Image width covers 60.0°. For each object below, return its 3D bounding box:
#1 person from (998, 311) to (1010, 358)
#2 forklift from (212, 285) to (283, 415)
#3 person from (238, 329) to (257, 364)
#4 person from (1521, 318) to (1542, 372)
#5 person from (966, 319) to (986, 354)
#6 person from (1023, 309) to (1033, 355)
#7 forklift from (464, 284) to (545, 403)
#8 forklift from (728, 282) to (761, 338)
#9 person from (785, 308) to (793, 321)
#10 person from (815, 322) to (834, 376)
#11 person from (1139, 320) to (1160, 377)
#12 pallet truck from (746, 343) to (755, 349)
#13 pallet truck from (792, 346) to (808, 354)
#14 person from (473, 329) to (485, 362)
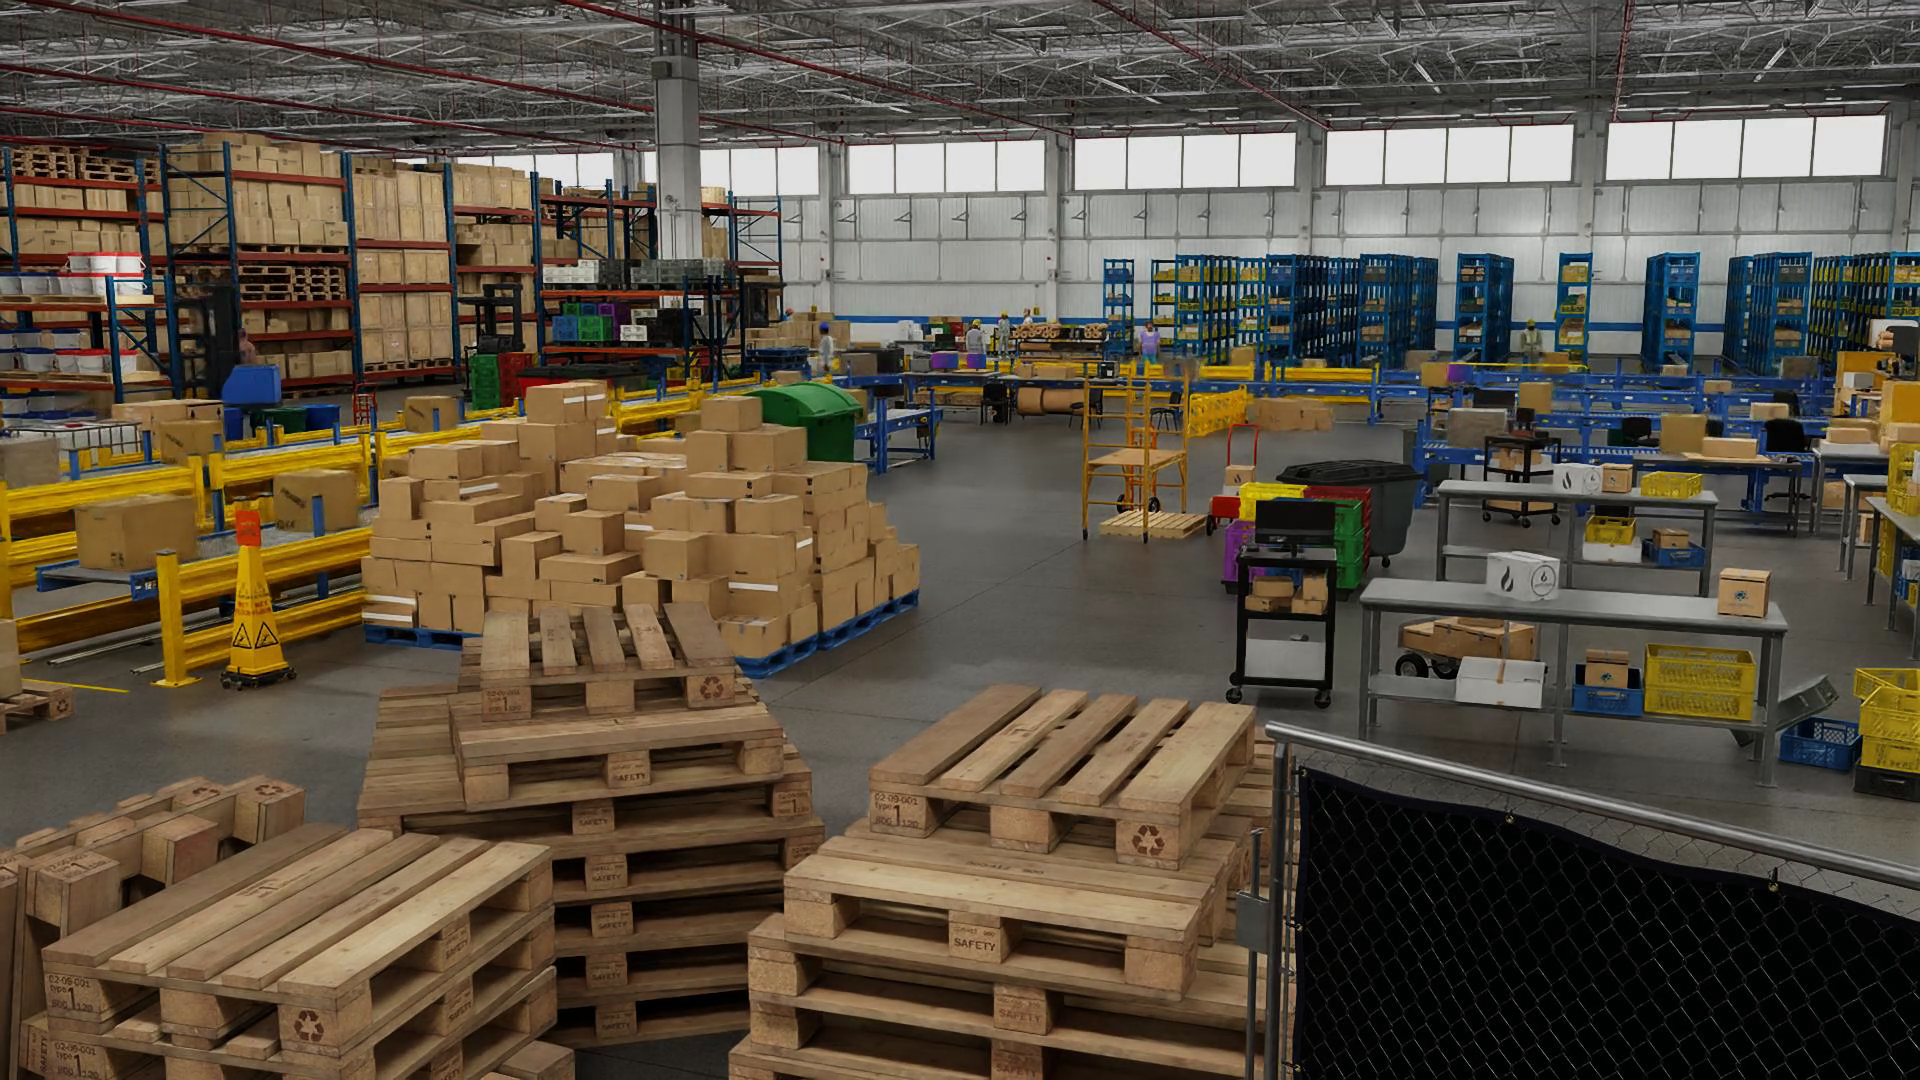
[{"bbox_3d":[1.619,-7.516,60.880,0.485,1.734,0.347,-5,10,-30],"label":"person"},{"bbox_3d":[-15.621,-4.056,35.556,1.873,2.768,1.129,-2,9,-13],"label":"forklift"},{"bbox_3d":[-15.649,-3.665,36.262,0.653,1.880,0.779,2,9,10],"label":"person"},{"bbox_3d":[16.574,-5.537,48.251,0.602,1.799,0.576,2,9,14],"label":"person"},{"bbox_3d":[0.465,-5.193,45.974,0.602,1.830,0.404,5,10,28],"label":"person"},{"bbox_3d":[2.263,-6.872,56.282,0.406,1.911,0.636,1,9,5],"label":"person"},{"bbox_3d":[-10.832,-4.702,39.610,1.129,2.768,1.873,3,10,20],"label":"forklift"},{"bbox_3d":[-6.459,-6.534,51.117,1.873,2.768,1.129,3,10,20],"label":"forklift"},{"bbox_3d":[-6.702,-8.268,65.563,0.413,1.737,0.589,4,10,23],"label":"person"},{"bbox_3d":[-3.220,-4.192,39.395,0.517,1.930,0.615,2,9,14],"label":"person"},{"bbox_3d":[5.047,-4.937,44.328,0.569,1.843,0.374,0,9,-1],"label":"person"},{"bbox_3d":[-6.183,-4.618,44.264,1.601,1.201,0.680,-9,12,-43],"label":"pallet truck"},{"bbox_3d":[-3.705,-4.298,42.022,0.653,1.274,1.630,3,10,20],"label":"pallet truck"},{"bbox_3d":[-12.040,-4.480,41.956,0.321,1.694,0.534,8,12,42],"label":"person"}]
